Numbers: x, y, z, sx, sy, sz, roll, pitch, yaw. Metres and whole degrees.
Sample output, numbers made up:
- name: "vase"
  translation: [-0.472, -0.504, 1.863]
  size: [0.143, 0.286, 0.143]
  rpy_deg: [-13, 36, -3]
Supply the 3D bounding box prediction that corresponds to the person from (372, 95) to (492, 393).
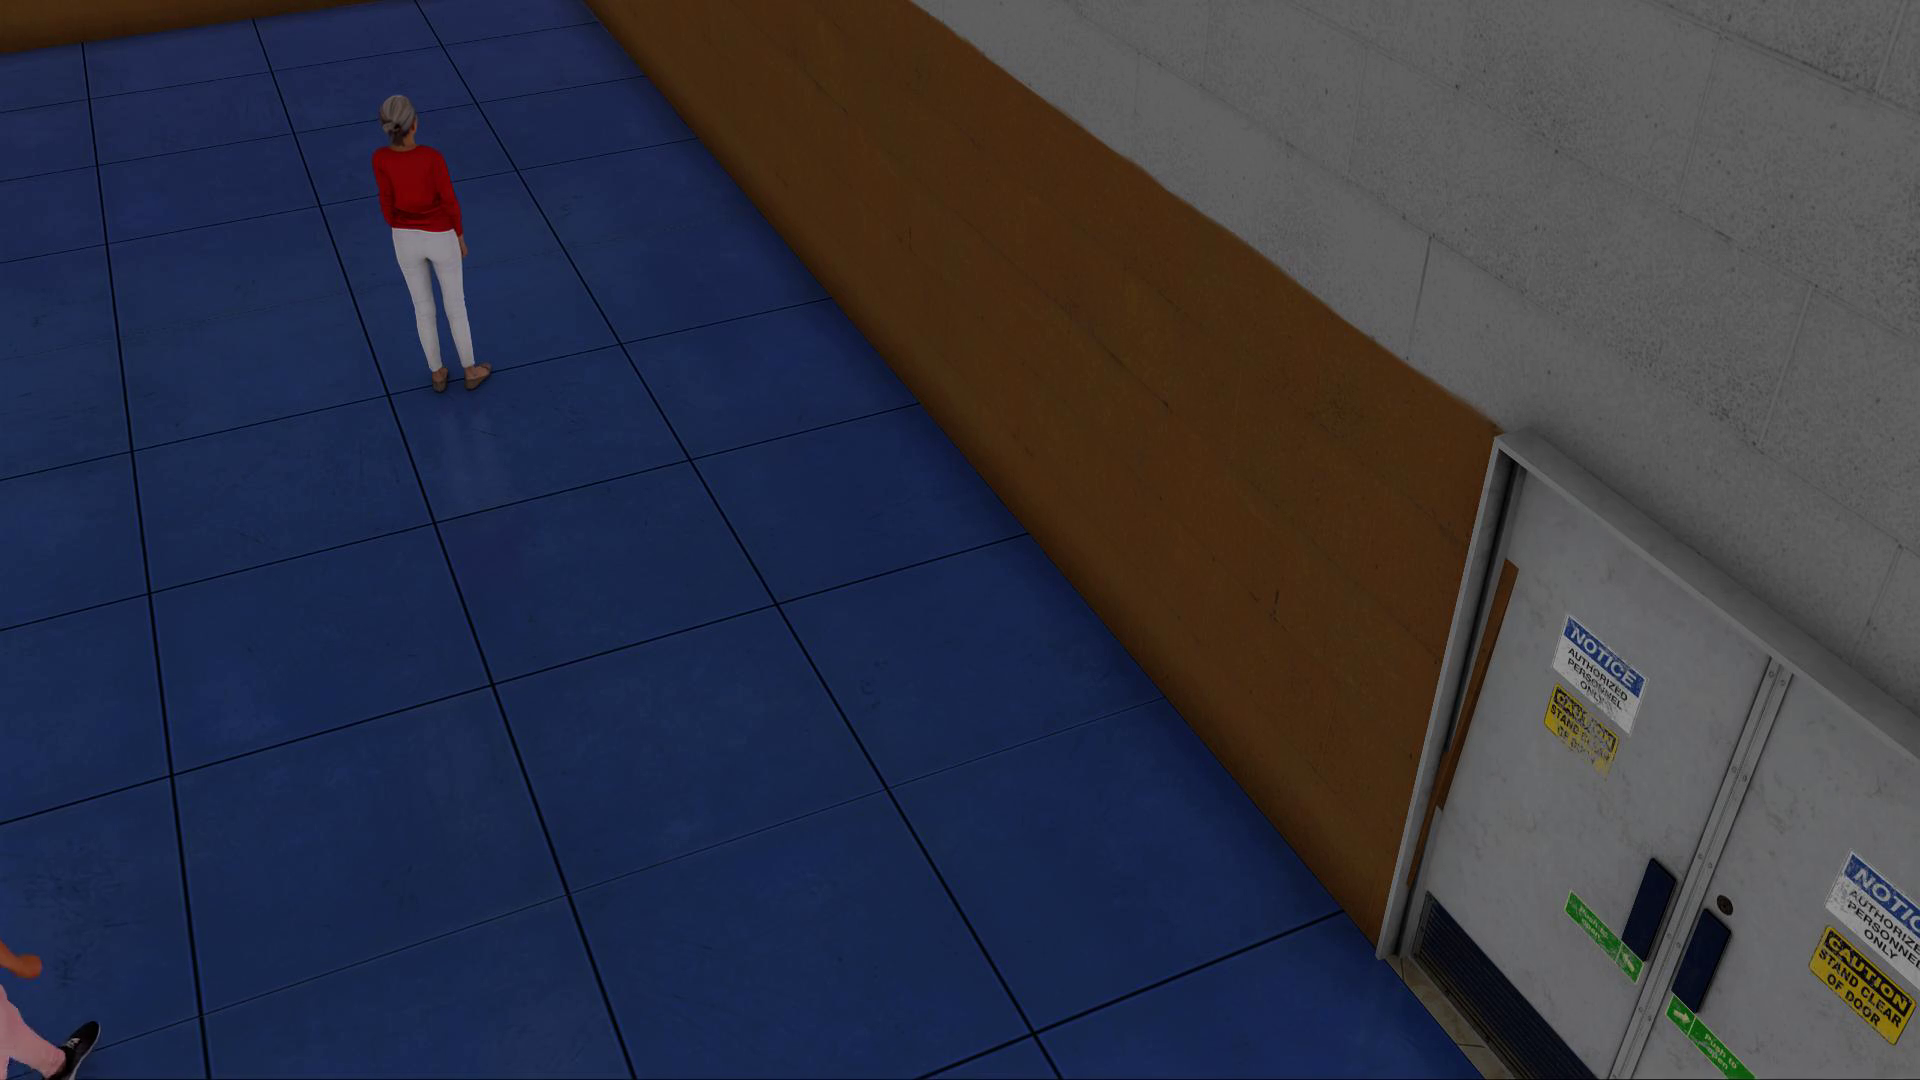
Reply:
- name: "person"
  translation: [-2.853, -1.572, 8.905]
  size: [0.583, 1.694, 0.690]
  rpy_deg: [-2, 37, -3]
